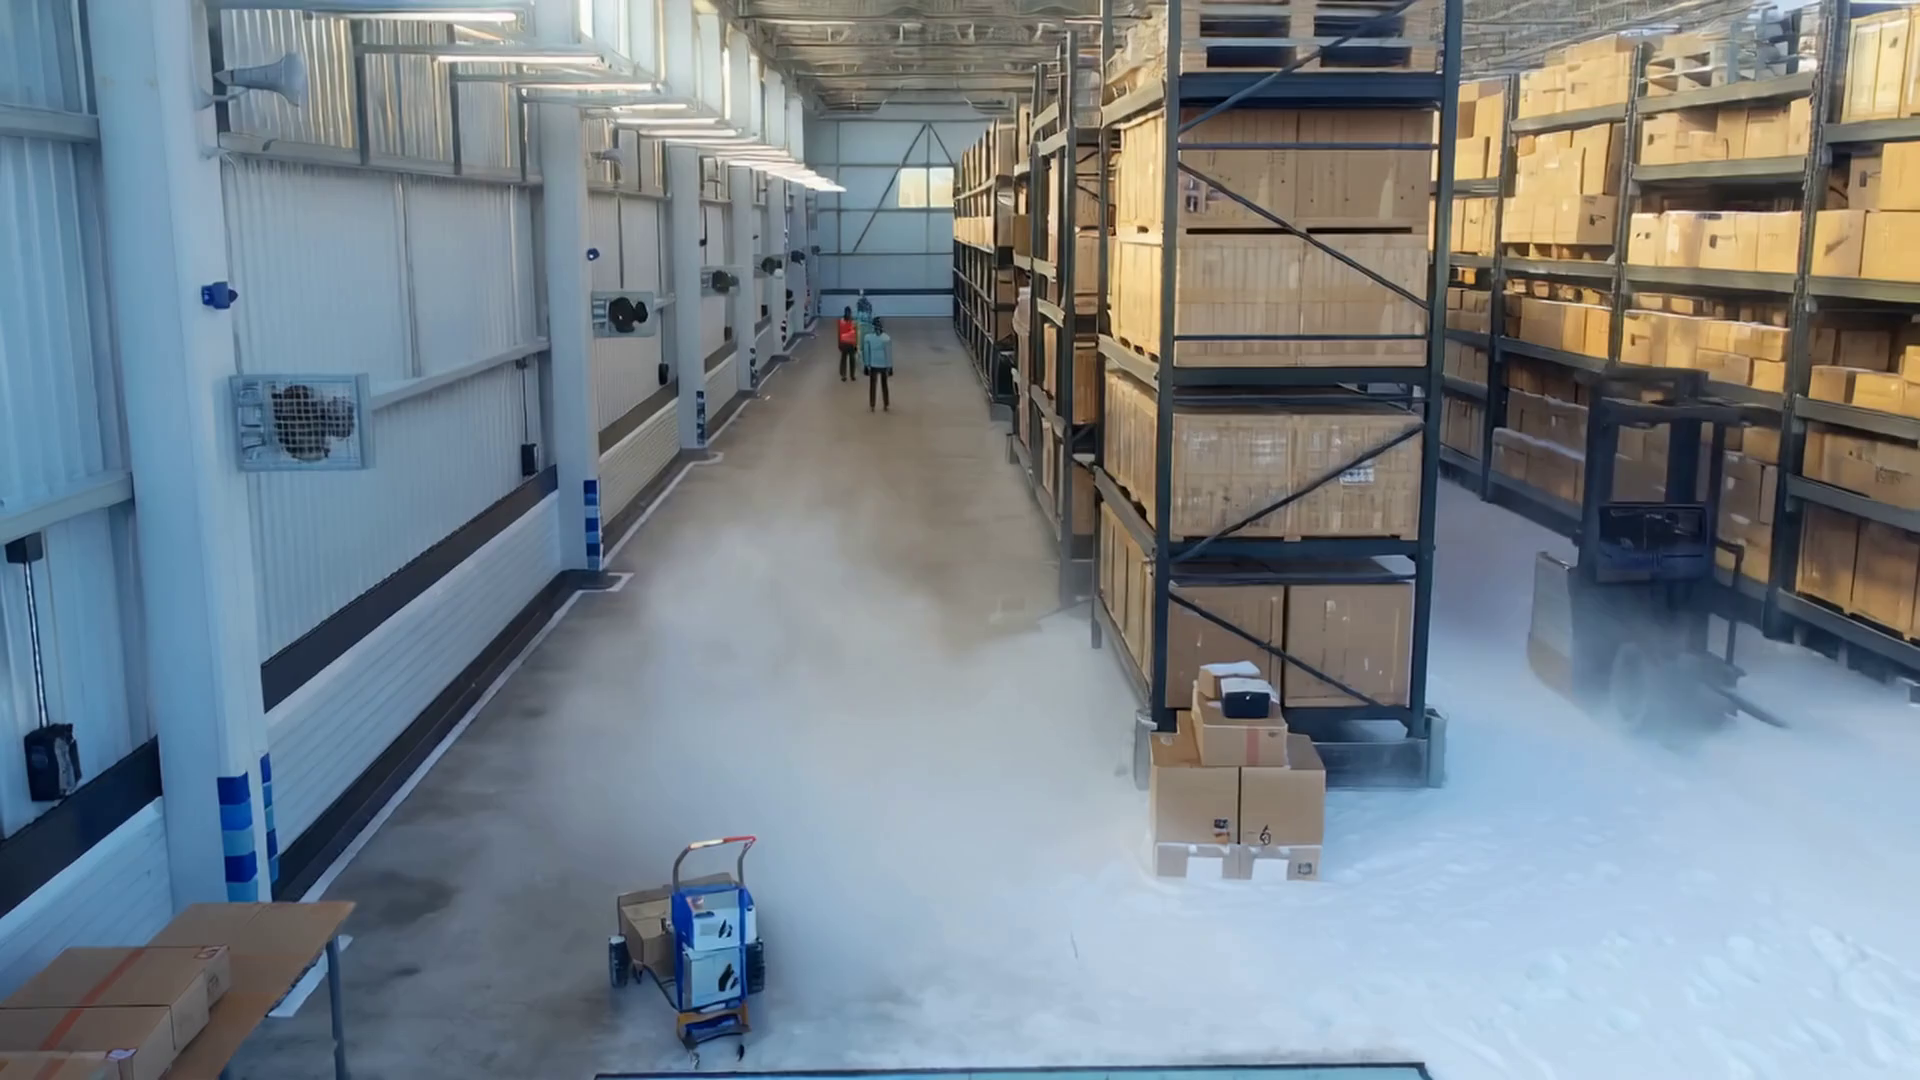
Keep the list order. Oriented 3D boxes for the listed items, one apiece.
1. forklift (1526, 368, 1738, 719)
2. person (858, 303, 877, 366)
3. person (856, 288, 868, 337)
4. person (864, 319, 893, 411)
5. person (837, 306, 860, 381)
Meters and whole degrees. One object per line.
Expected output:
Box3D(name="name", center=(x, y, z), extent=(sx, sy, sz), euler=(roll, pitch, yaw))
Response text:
Box3D(name="forklift", center=(5.759, -0.070, 14.215), extent=(1.129, 2.768, 1.873), euler=(0, 11, -2))
Box3D(name="person", center=(-2.596, -5.757, 46.640), extent=(0.587, 1.796, 0.968), euler=(-2, 11, -10))
Box3D(name="person", center=(-3.390, -7.890, 57.883), extent=(0.503, 1.727, 0.401), euler=(10, 14, 41))
Box3D(name="person", center=(-1.740, -3.742, 35.659), extent=(0.618, 1.986, 0.409), euler=(-2, 11, -9))
Box3D(name="person", center=(-2.862, -5.015, 42.477), extent=(0.586, 1.913, 0.397), euler=(-5, 12, -25))
